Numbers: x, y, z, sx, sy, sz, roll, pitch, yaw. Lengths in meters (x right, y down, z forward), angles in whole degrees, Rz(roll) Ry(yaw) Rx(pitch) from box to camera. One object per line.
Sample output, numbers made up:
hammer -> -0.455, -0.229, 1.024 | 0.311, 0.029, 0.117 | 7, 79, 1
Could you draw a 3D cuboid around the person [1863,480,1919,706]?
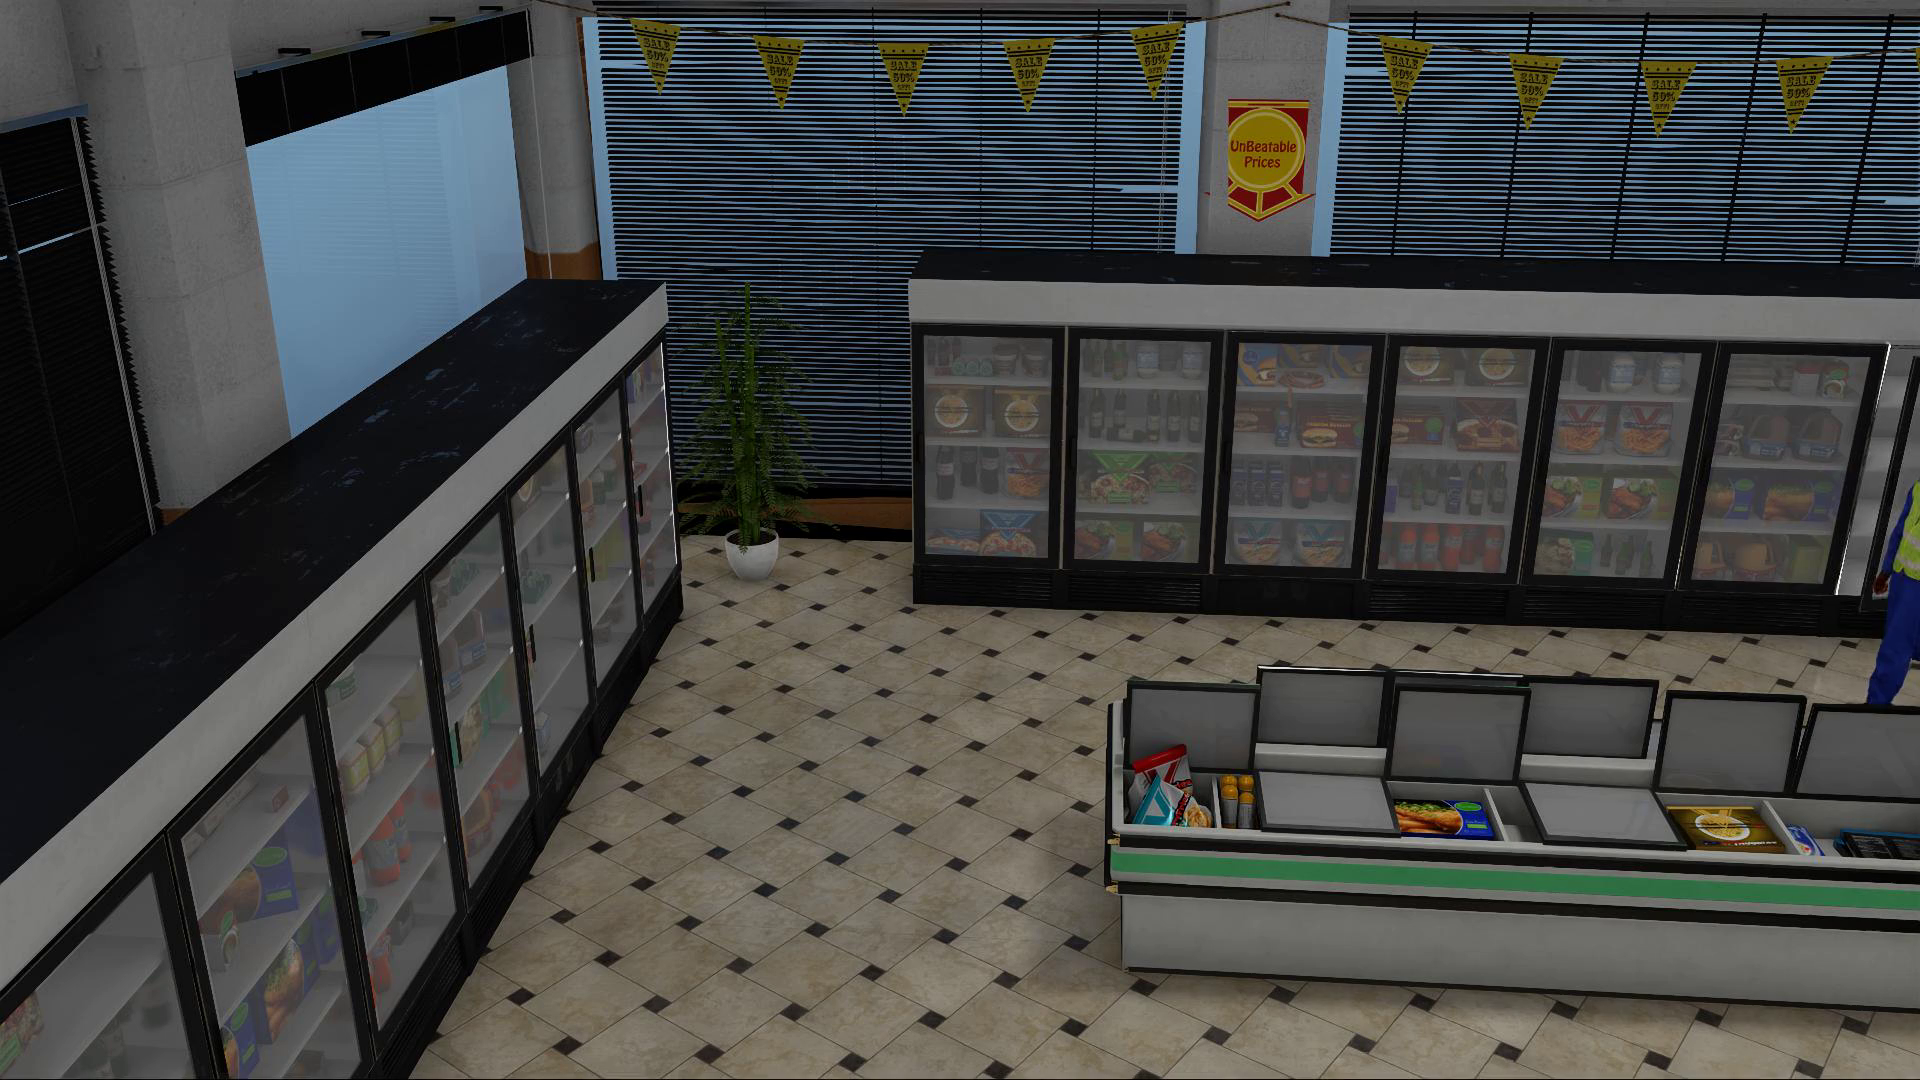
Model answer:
person -> 5.666, 0.243, 9.677 | 1.070, 1.792, 0.722 | -1, 22, -1
